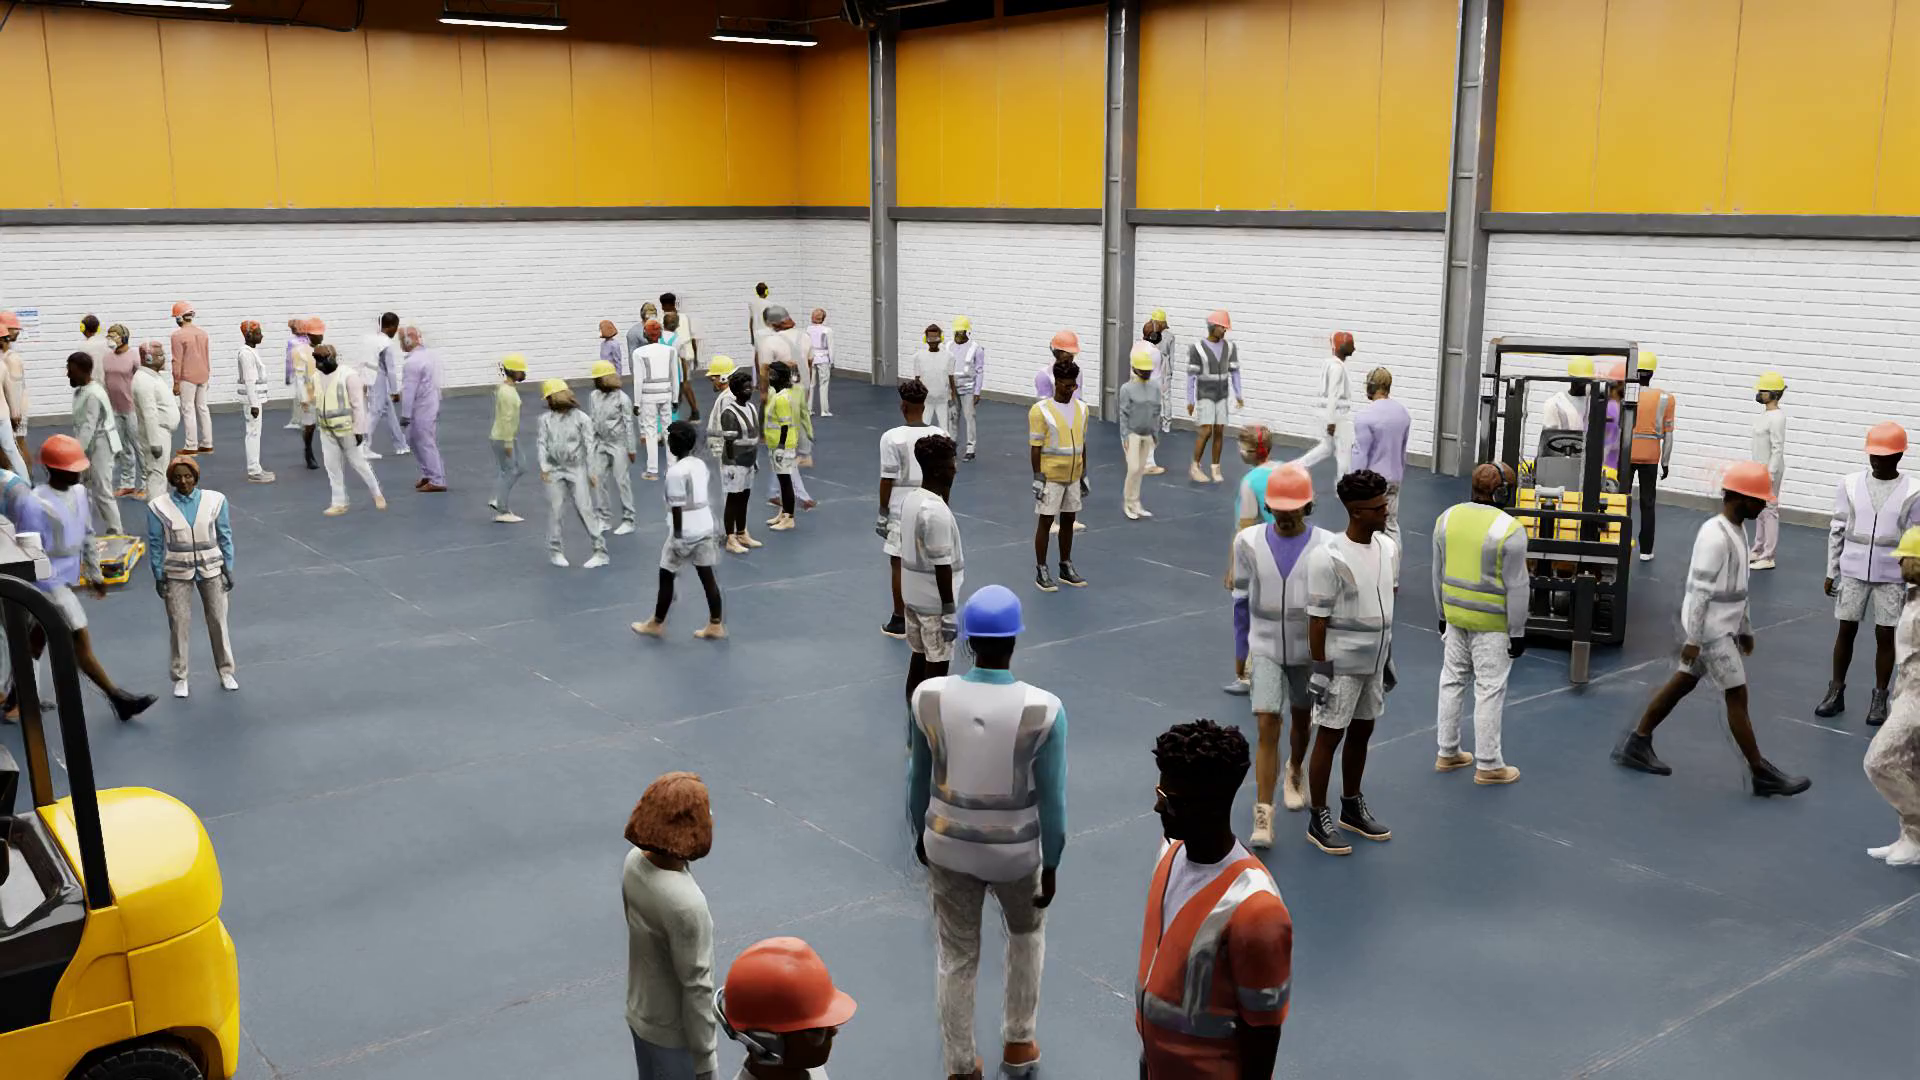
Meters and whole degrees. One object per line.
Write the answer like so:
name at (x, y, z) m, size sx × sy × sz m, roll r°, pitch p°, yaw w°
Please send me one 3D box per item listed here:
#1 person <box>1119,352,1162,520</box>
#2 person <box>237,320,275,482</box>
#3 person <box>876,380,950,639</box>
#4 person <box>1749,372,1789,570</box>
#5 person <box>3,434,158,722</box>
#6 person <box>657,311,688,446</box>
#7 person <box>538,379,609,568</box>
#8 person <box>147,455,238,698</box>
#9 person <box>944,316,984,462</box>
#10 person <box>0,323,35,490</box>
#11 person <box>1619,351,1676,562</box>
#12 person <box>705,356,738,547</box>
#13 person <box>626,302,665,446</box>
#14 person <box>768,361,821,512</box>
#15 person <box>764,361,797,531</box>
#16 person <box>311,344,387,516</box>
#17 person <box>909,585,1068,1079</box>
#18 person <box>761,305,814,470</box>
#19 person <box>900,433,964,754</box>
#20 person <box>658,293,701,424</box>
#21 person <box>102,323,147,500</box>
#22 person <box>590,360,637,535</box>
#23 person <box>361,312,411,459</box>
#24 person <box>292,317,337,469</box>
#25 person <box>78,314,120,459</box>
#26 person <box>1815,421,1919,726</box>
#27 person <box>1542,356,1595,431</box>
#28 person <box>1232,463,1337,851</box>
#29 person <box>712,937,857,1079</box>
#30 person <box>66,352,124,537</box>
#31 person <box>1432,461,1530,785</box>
person at (1.852, -1.074, 17.158) m, size 0.523 × 1.744 × 0.461 m, roll -8°, pitch 14°, yaw -35°
person at (-8.249, -1.619, 19.432) m, size 0.337 × 1.882 × 0.583 m, roll -4°, pitch 12°, yaw -20°
person at (-0.346, -0.230, 12.575) m, size 0.616 × 1.951 × 0.388 m, roll -7°, pitch 14°, yaw -31°
person at (7.190, -0.615, 14.872) m, size 0.323 × 1.769 × 0.523 m, roll 3°, pitch 12°, yaw 12°
person at (-5.658, 0.247, 10.500) m, size 1.084 × 1.855 × 0.578 m, roll 0°, pitch 12°, yaw -2°
person at (-3.860, -2.105, 21.927) m, size 0.548 × 1.821 × 0.410 m, roll -1°, pitch 12°, yaw -6°
person at (-3.508, -0.593, 14.930) m, size 0.561 × 1.697 × 0.419 m, roll 3°, pitch 12°, yaw 13°
person at (-5.113, 0.237, 11.101) m, size 0.508 × 1.630 × 0.317 m, roll -7°, pitch 14°, yaw -30°
person at (0.006, -1.901, 20.919) m, size 0.590 × 1.835 × 0.404 m, roll 7°, pitch 13°, yaw 29°
person at (-10.724, -1.493, 18.737) m, size 0.553 × 1.923 × 0.392 m, roll 10°, pitch 16°, yaw 41°
person at (6.173, -0.757, 15.169) m, size 0.587 × 1.927 × 0.369 m, roll 3°, pitch 12°, yaw 16°
person at (-2.210, -0.847, 15.871) m, size 0.403 × 1.821 × 0.600 m, roll -1°, pitch 12°, yaw -4°
person at (-4.138, -2.216, 22.225) m, size 0.386 × 1.927 × 0.641 m, roll 11°, pitch 16°, yaw 44°
person at (-1.775, -1.101, 17.631) m, size 0.849 × 1.586 × 0.511 m, roll 8°, pitch 14°, yaw 35°
person at (-1.792, -0.941, 16.609) m, size 0.317 × 1.700 × 0.538 m, roll -2°, pitch 12°, yaw -11°
person at (-6.441, -1.173, 17.482) m, size 0.644 × 1.812 × 0.655 m, roll 4°, pitch 13°, yaw 21°
person at (0.104, 1.110, 6.161) m, size 0.616 × 1.926 × 0.612 m, roll 2°, pitch 12°, yaw 12°
person at (-2.124, -1.877, 20.300) m, size 0.712 × 2.000 × 0.548 m, roll -10°, pitch 16°, yaw -41°
person at (-0.154, 0.347, 9.740) m, size 0.367 × 1.966 × 0.606 m, roll -4°, pitch 13°, yaw -21°
person at (-4.174, -2.675, 24.459) m, size 0.928 × 1.909 × 0.629 m, roll 7°, pitch 14°, yaw 32°
person at (-9.141, -1.403, 18.259) m, size 0.627 × 1.940 × 0.372 m, roll 5°, pitch 13°, yaw 21°
person at (-3.434, -0.914, 16.385) m, size 0.515 × 1.728 × 0.358 m, roll 8°, pitch 14°, yaw 33°
person at (-7.288, -1.963, 21.173) m, size 0.950 × 1.847 × 0.663 m, roll -9°, pitch 15°, yaw -36°
person at (-7.739, -1.745, 20.002) m, size 0.535 × 1.899 × 0.895 m, roll -8°, pitch 14°, yaw -33°
person at (-10.830, -1.901, 20.863) m, size 0.364 × 1.868 × 0.558 m, roll 3°, pitch 12°, yaw 13°
person at (5.751, 0.210, 10.480) m, size 0.552 × 1.932 × 0.377 m, roll 10°, pitch 15°, yaw 39°
person at (5.487, -0.694, 14.899) m, size 0.582 × 1.919 × 0.396 m, roll -3°, pitch 12°, yaw -14°
person at (1.709, 0.567, 8.653) m, size 0.630 × 1.981 × 1.096 m, roll 4°, pitch 12°, yaw 19°
person at (-0.381, 1.706, 3.686) m, size 0.323 × 1.755 × 0.563 m, roll 2°, pitch 12°, yaw 10°
person at (-8.090, -0.786, 15.382) m, size 0.573 × 1.895 × 0.604 m, roll -11°, pitch 16°, yaw -42°
person at (2.979, 0.463, 9.482) m, size 0.429 × 1.843 × 0.627 m, roll -7°, pitch 14°, yaw -30°
